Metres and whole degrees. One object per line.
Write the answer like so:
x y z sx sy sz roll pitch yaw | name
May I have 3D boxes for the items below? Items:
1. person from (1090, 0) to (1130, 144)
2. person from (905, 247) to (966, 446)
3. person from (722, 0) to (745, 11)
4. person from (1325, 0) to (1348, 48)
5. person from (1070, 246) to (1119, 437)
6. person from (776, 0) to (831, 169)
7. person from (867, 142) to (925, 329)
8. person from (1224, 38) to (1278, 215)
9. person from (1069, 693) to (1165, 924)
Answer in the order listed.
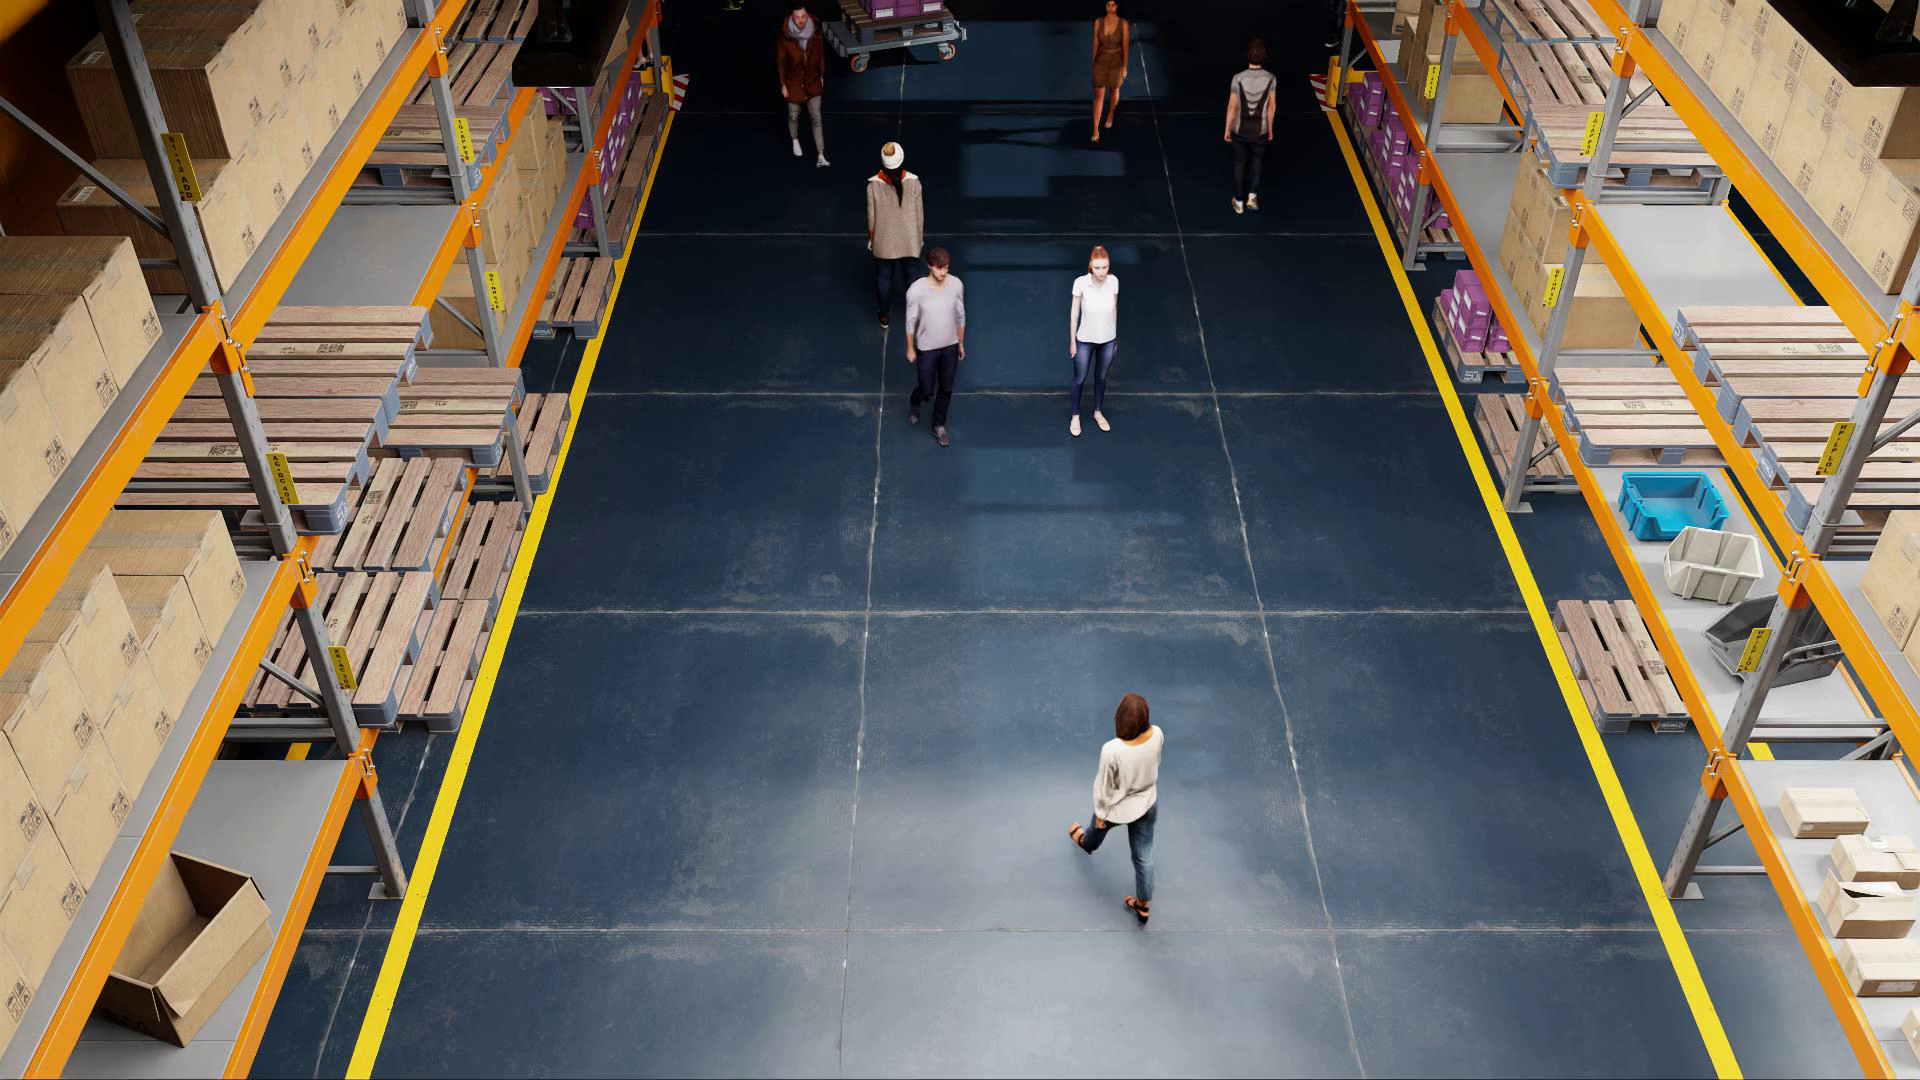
1.708 -5.364 18.751 0.752 1.649 1.095 9 39 11 | person
-0.225 -1.677 13.990 0.808 1.828 0.883 -13 41 -16 | person
-3.033 -7.781 21.855 0.628 1.552 0.475 5 39 6 | person
4.864 -7.001 20.961 0.878 1.450 0.940 31 48 33 | person
1.132 -1.699 14.089 0.604 1.739 0.590 -8 39 -10 | person
-1.752 -5.000 18.185 0.945 1.788 1.203 -12 40 -15 | person
-0.598 -2.838 15.397 0.694 1.888 0.662 -2 39 -3 | person
2.994 -4.191 17.091 0.663 1.888 0.742 2 39 2 | person
1.053 1.641 9.984 0.935 1.644 1.157 -17 42 -20 | person
